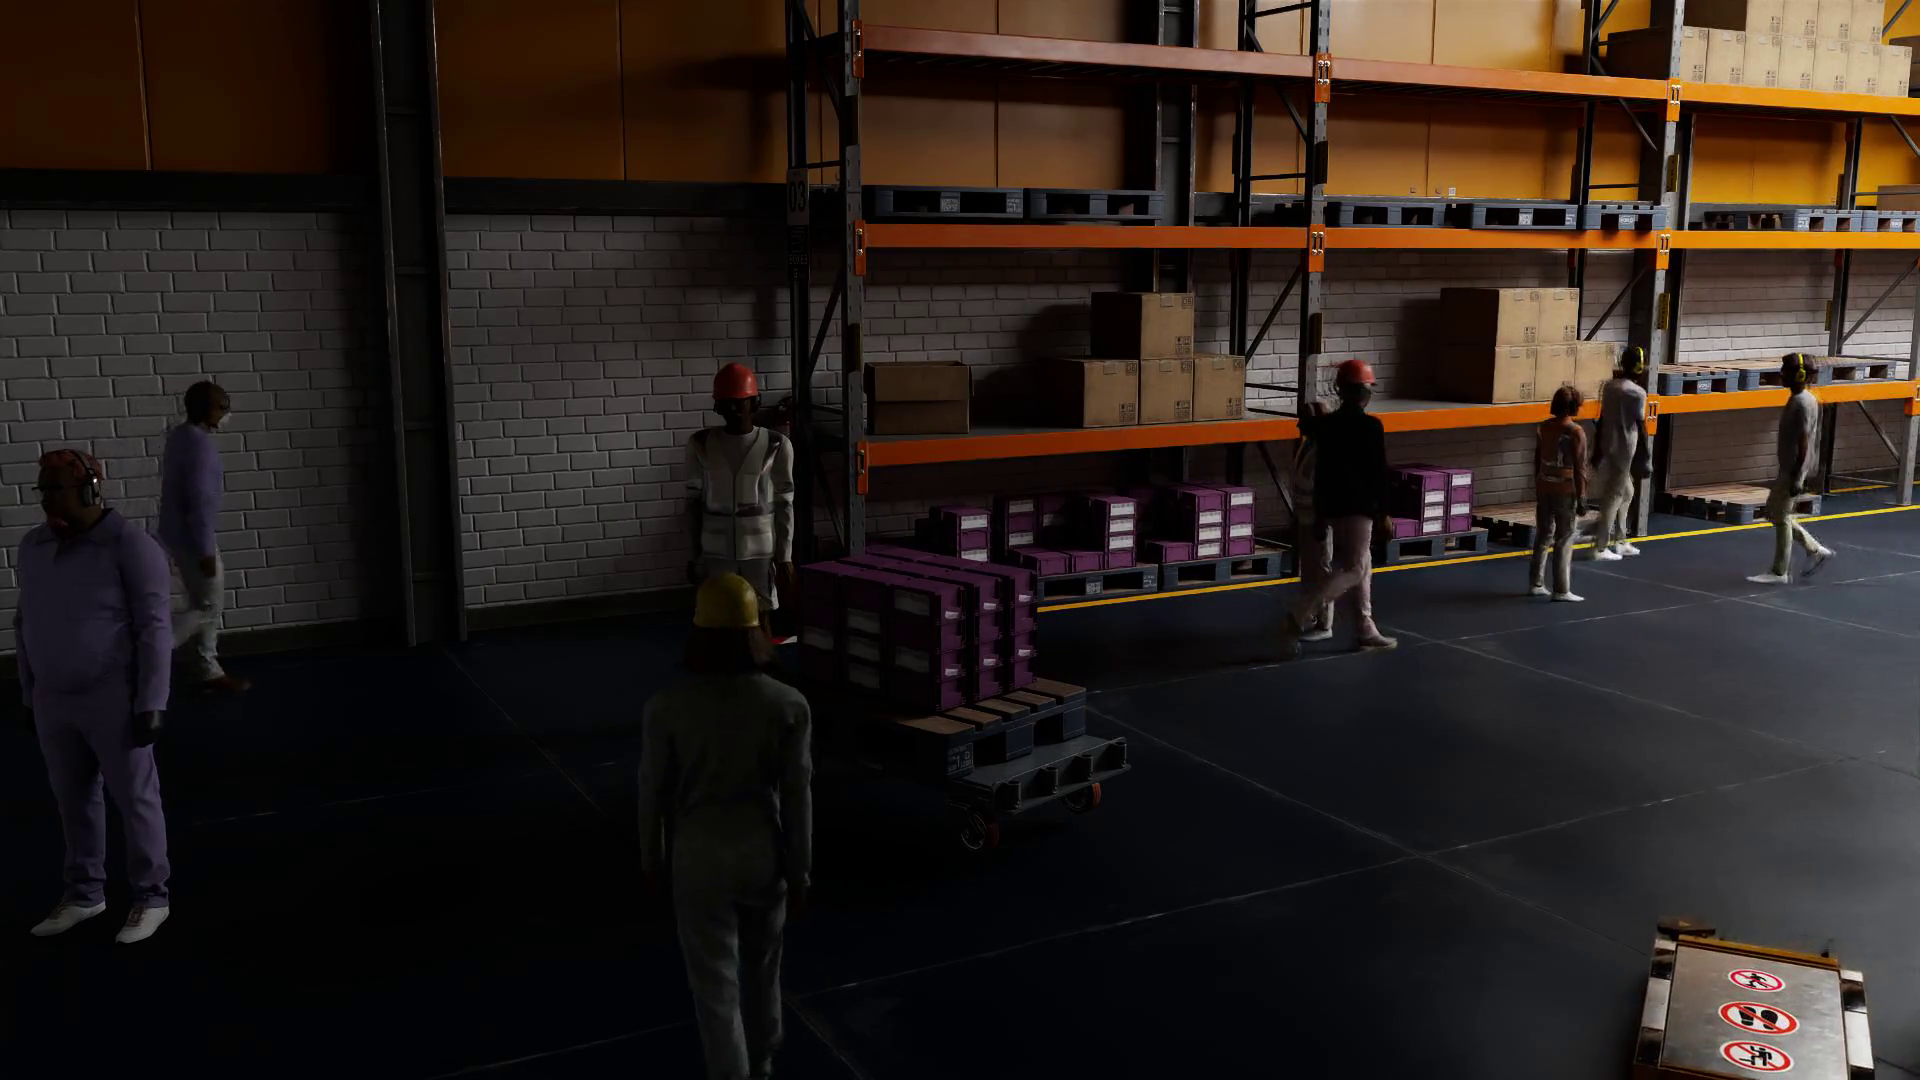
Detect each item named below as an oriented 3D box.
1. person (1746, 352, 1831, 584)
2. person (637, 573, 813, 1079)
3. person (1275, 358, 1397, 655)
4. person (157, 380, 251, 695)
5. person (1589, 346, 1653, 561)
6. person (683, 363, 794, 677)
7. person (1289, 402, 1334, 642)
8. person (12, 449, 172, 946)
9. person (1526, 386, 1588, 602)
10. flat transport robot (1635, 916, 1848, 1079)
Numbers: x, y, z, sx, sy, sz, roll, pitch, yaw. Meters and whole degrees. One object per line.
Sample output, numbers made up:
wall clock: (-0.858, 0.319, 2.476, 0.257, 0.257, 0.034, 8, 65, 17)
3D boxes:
person: (6.601, -0.555, 13.156, 0.505, 1.860, 0.539, 3, 10, 17)
person: (-0.712, 0.939, 4.985, 0.496, 1.711, 0.793, -3, 10, -19)
person: (2.470, -0.198, 10.832, 0.891, 1.960, 0.622, -3, 10, -18)
person: (-4.555, 0.020, 9.711, 0.644, 1.908, 0.651, -5, 11, -25)
person: (5.729, -0.731, 14.213, 0.709, 1.839, 0.554, -2, 10, -14)
person: (-1.209, 0.055, 9.117, 0.605, 2.045, 0.377, 0, 10, 0)
person: (2.406, -0.125, 11.327, 0.310, 1.636, 0.523, -1, 10, -7)
person: (-3.341, 0.600, 6.375, 0.647, 1.908, 0.409, 2, 10, 12)
person: (4.542, -0.337, 12.606, 0.317, 1.645, 0.533, -3, 10, -18)
flat transport robot: (2.556, 1.593, 5.361, 0.652, 0.197, 1.431, 5, 11, 25)
